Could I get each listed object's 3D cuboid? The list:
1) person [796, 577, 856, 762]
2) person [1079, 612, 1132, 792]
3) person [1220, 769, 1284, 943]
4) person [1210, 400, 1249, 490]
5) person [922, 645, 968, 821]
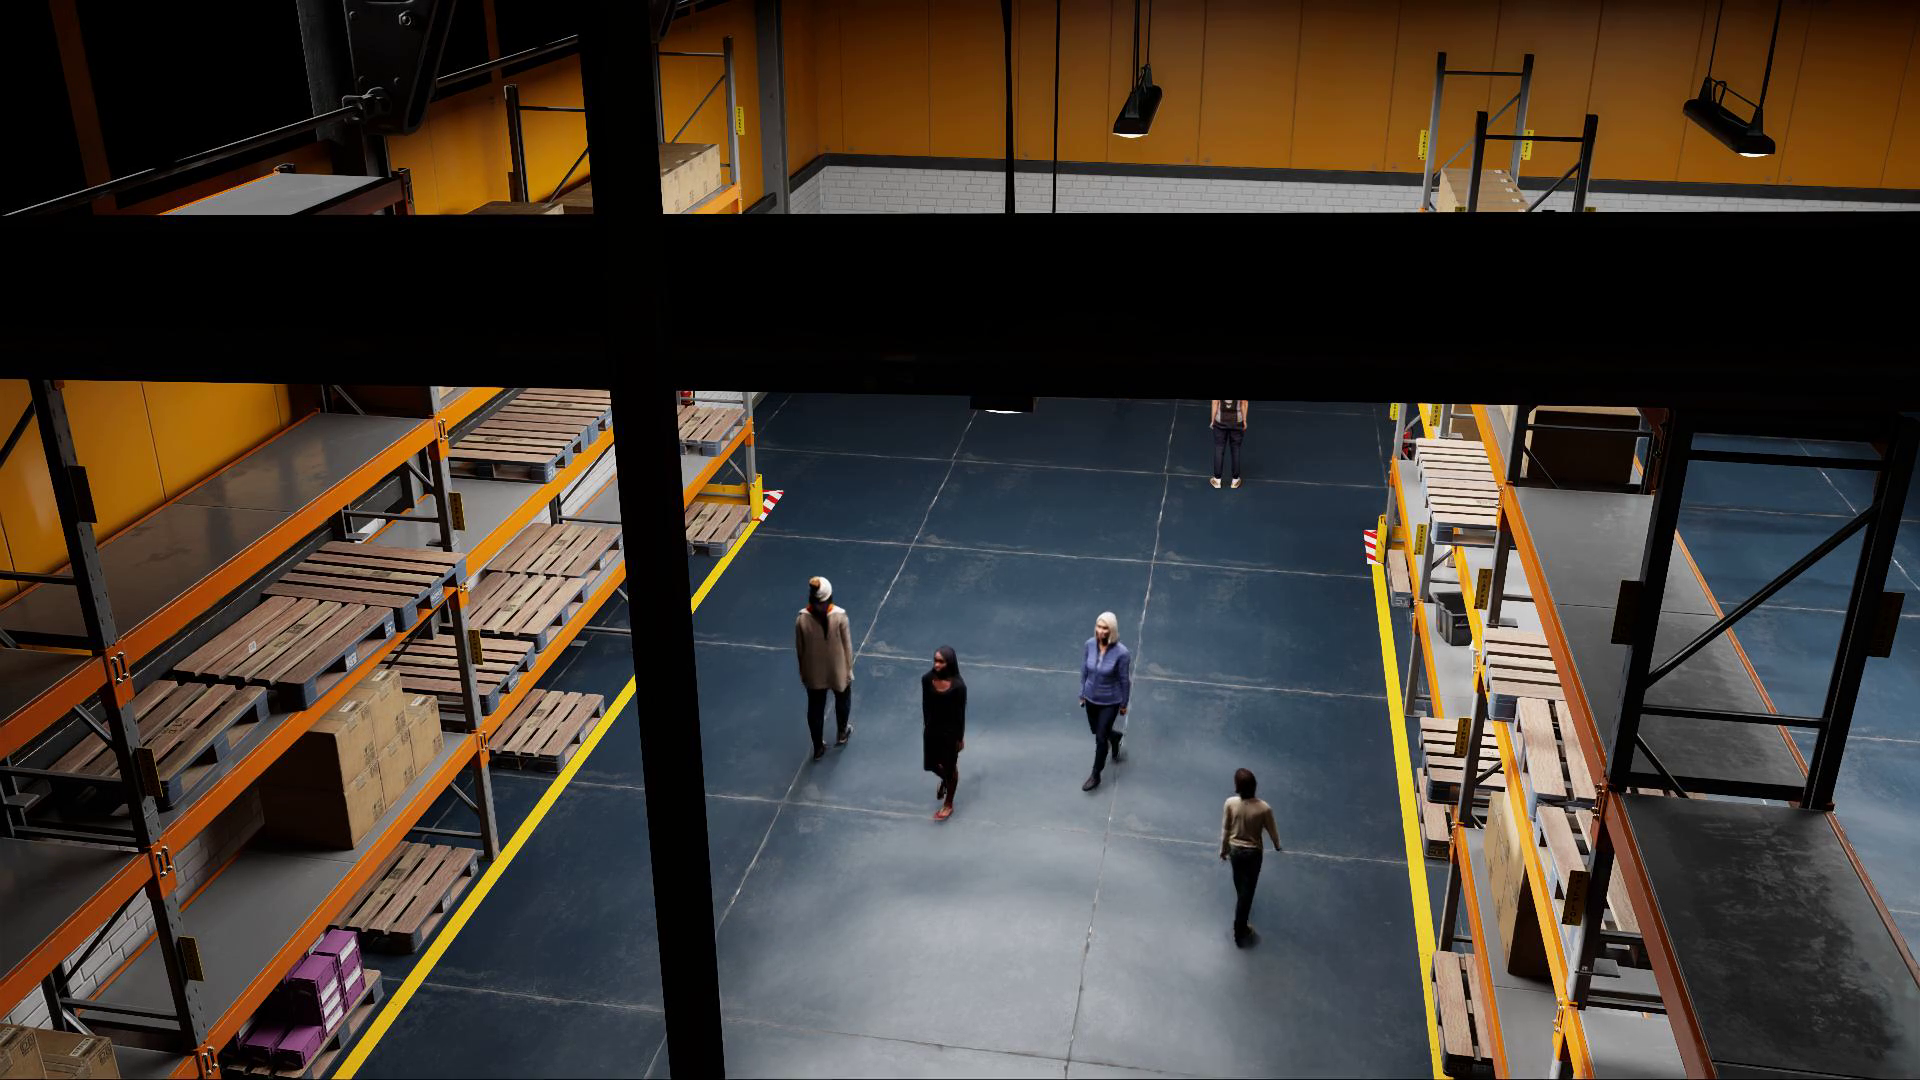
[{"bbox_3d":[-1.300,1.234,15.776,0.752,1.871,0.854,2,24,5],"label":"person"},{"bbox_3d":[1.377,1.440,15.495,0.939,1.720,1.157,16,28,31],"label":"person"},{"bbox_3d":[2.258,2.548,13.316,0.773,1.435,1.011,13,27,26],"label":"person"},{"bbox_3d":[3.601,-1.601,22.241,0.646,1.889,0.570,2,24,6],"label":"person"},{"bbox_3d":[-0.079,1.688,14.940,0.726,1.709,0.781,13,27,27],"label":"person"}]
